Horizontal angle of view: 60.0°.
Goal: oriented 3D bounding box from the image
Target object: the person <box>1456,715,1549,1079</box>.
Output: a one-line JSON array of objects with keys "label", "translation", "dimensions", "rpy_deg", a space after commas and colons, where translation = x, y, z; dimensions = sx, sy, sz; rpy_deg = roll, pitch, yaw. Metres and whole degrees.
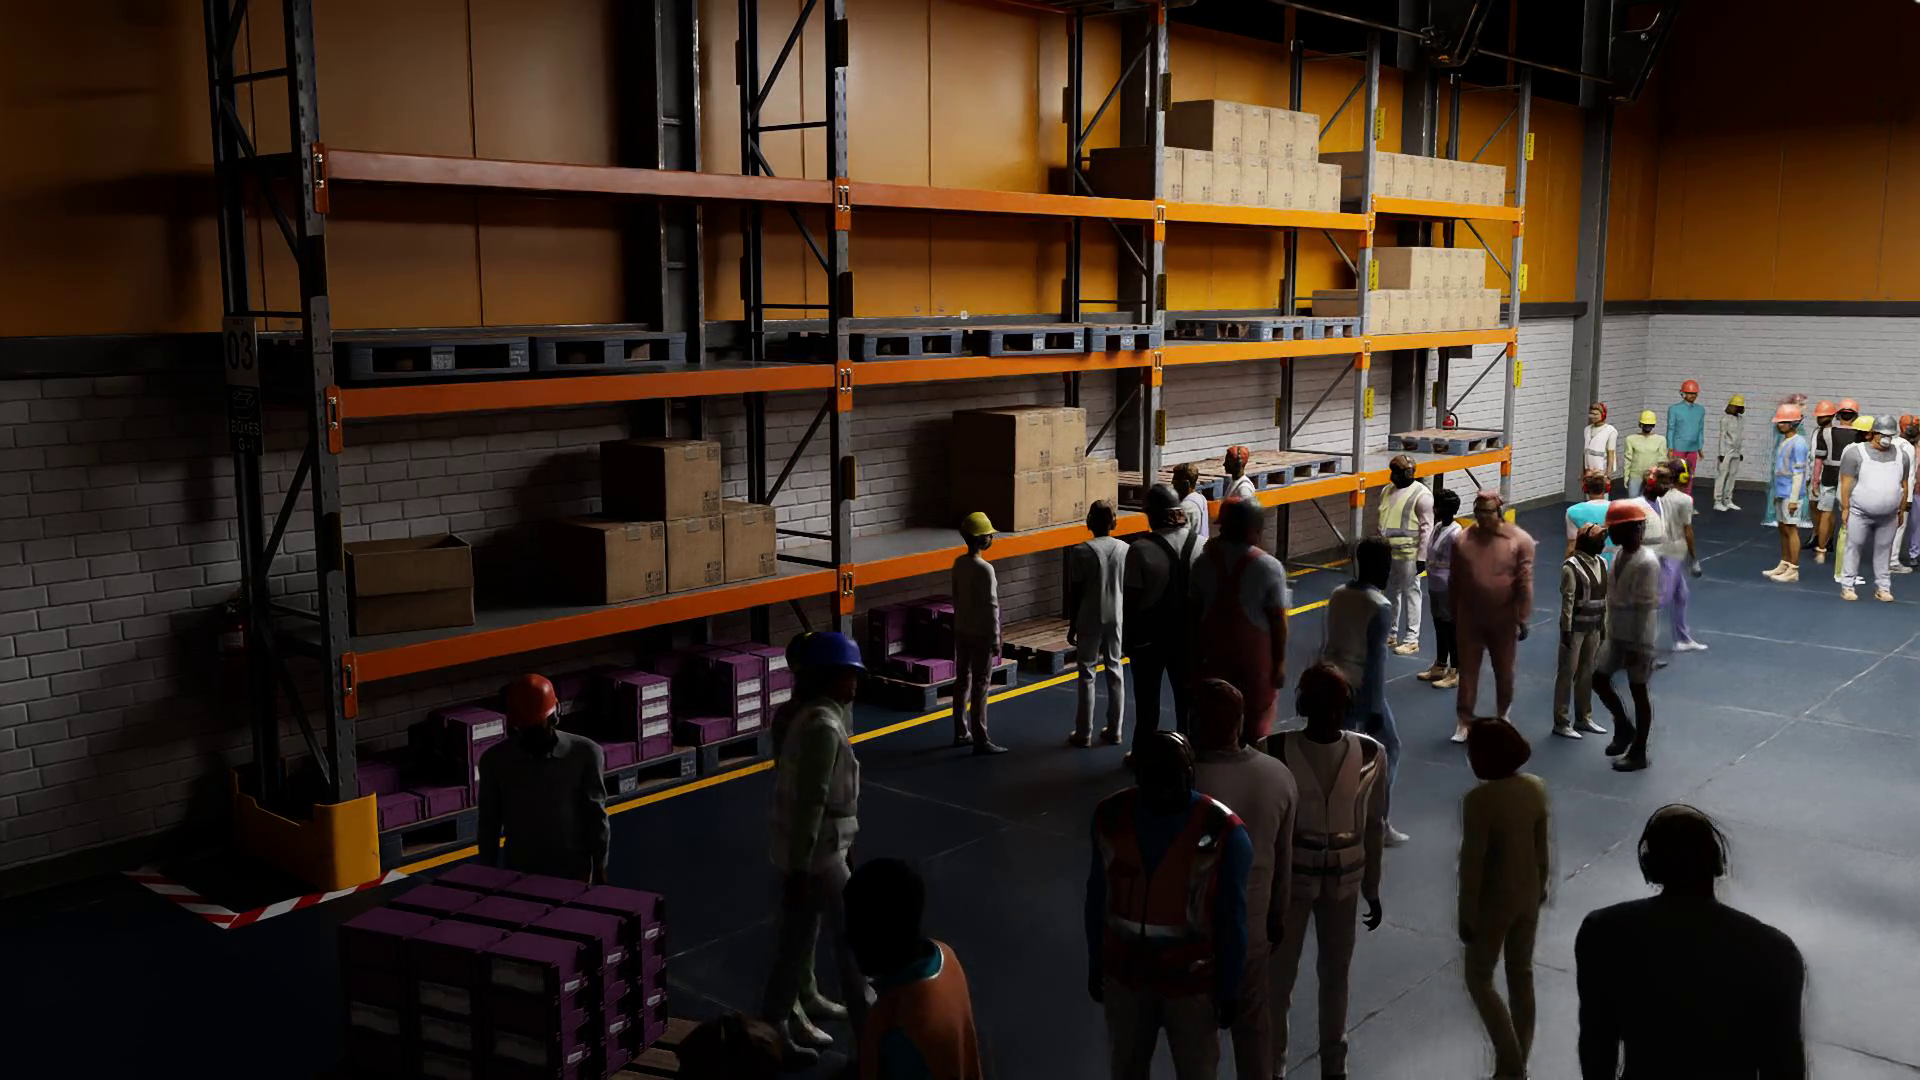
[{"label": "person", "translation": [2.315, 1.535, 7.041], "dimensions": [0.624, 1.626, 0.365], "rpy_deg": [-6, 10, -32]}]

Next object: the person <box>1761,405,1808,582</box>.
[{"label": "person", "translation": [9.453, -0.533, 19.056], "dimensions": [0.410, 2.035, 0.610], "rpy_deg": [1, 9, 8]}]

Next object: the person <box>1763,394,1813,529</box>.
[{"label": "person", "translation": [11.654, -1.080, 23.088], "dimensions": [0.846, 1.877, 0.649], "rpy_deg": [2, 9, 13]}]

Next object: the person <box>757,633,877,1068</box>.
[{"label": "person", "translation": [-0.552, 1.366, 7.271], "dimensions": [0.821, 1.883, 0.679], "rpy_deg": [-2, 9, -15]}]

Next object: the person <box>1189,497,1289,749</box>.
[{"label": "person", "translation": [1.855, 0.708, 11.009], "dimensions": [0.700, 2.000, 0.624], "rpy_deg": [6, 11, 35]}]

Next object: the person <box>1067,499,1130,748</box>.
[{"label": "person", "translation": [1.034, 0.618, 12.263], "dimensions": [0.499, 1.839, 0.349], "rpy_deg": [-3, 9, -19]}]

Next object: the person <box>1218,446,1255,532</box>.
[{"label": "person", "translation": [2.621, 0.042, 15.817], "dimensions": [0.355, 1.882, 0.575], "rpy_deg": [0, 9, -1]}]

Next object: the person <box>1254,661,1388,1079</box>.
[{"label": "person", "translation": [1.468, 1.430, 6.866], "dimensions": [0.575, 1.882, 0.355], "rpy_deg": [0, 9, -2]}]

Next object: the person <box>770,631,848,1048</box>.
[{"label": "person", "translation": [-0.674, 1.329, 7.555], "dimensions": [0.335, 1.873, 0.521], "rpy_deg": [3, 9, 17]}]

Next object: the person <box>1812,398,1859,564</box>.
[{"label": "person", "translation": [10.652, -0.694, 20.110], "dimensions": [0.612, 2.030, 0.410], "rpy_deg": [4, 10, 25]}]

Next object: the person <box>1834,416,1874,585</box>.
[{"label": "person", "translation": [10.177, -0.453, 18.896], "dimensions": [0.395, 1.918, 0.586], "rpy_deg": [3, 9, 21]}]

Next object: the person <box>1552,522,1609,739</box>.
[{"label": "person", "translation": [4.698, 0.675, 12.548], "dimensions": [0.514, 1.634, 0.313], "rpy_deg": [-6, 11, -34]}]

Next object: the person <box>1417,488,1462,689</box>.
[{"label": "person", "translation": [4.096, 0.405, 14.063], "dimensions": [0.317, 1.697, 0.540], "rpy_deg": [-1, 9, -6]}]

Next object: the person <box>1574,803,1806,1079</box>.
[{"label": "person", "translation": [2.128, 1.730, 4.923], "dimensions": [0.637, 1.888, 0.735], "rpy_deg": [4, 10, 24]}]

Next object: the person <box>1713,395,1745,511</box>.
[{"label": "person", "translation": [11.595, -1.309, 24.983], "dimensions": [0.489, 1.741, 0.321], "rpy_deg": [-5, 10, -27]}]

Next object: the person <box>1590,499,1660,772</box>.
[{"label": "person", "translation": [4.671, 0.668, 11.688], "dimensions": [0.423, 1.914, 0.528], "rpy_deg": [-3, 9, -17]}]

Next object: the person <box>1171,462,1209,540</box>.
[{"label": "person", "translation": [2.039, 0.224, 14.794], "dimensions": [0.343, 1.838, 0.509], "rpy_deg": [5, 10, 28]}]

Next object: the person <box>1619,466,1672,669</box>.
[{"label": "person", "translation": [6.023, 0.252, 14.657], "dimensions": [0.470, 1.831, 0.600], "rpy_deg": [6, 11, 36]}]

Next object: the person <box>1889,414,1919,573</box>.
[{"label": "person", "translation": [11.086, -0.543, 19.616], "dimensions": [0.370, 1.879, 0.584], "rpy_deg": [1, 9, 6]}]

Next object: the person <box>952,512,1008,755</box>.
[{"label": "person", "translation": [0.127, 0.675, 12.096], "dimensions": [0.308, 1.772, 0.525], "rpy_deg": [-5, 10, -32]}]

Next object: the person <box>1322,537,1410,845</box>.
[{"label": "person", "translation": [2.485, 0.922, 10.105], "dimensions": [0.674, 1.890, 0.597], "rpy_deg": [-4, 10, -23]}]

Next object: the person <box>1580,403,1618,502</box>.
[{"label": "person", "translation": [8.439, -0.892, 21.978], "dimensions": [0.394, 1.838, 0.560], "rpy_deg": [-3, 9, -17]}]

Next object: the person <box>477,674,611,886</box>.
[{"label": "person", "translation": [-1.832, 1.431, 7.330], "dimensions": [0.579, 1.736, 0.356], "rpy_deg": [-1, 9, -6]}]

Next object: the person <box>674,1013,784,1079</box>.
[{"label": "person", "translation": [-0.462, 1.935, 3.758], "dimensions": [0.337, 1.838, 0.509], "rpy_deg": [-1, 9, -9]}]

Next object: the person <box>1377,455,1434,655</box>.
[{"label": "person", "translation": [4.068, 0.130, 15.377], "dimensions": [0.429, 1.841, 0.633], "rpy_deg": [-5, 10, -28]}]

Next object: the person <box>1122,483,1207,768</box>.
[{"label": "person", "translation": [1.418, 0.597, 11.725], "dimensions": [0.681, 2.000, 0.535], "rpy_deg": [-4, 9, -22]}]

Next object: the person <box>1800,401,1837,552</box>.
[{"label": "person", "translation": [10.954, -0.808, 21.141], "dimensions": [0.388, 1.930, 0.544], "rpy_deg": [-2, 9, -11]}]

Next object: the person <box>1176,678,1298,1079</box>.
[{"label": "person", "translation": [0.980, 1.479, 6.473], "dimensions": [0.650, 1.906, 0.401], "rpy_deg": [-4, 10, -24]}]

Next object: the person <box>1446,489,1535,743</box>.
[{"label": "person", "translation": [3.970, 0.553, 12.506], "dimensions": [0.663, 1.881, 0.771], "rpy_deg": [5, 10, 29]}]

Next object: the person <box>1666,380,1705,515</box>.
[{"label": "person", "translation": [10.681, -1.360, 24.494], "dimensions": [0.611, 1.995, 0.375], "rpy_deg": [-2, 9, -13]}]

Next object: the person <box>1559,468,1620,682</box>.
[{"label": "person", "translation": [5.413, 0.313, 14.200], "dimensions": [0.564, 1.841, 0.391], "rpy_deg": [-1, 9, -8]}]

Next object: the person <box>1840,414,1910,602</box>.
[{"label": "person", "translation": [9.817, -0.350, 17.832], "dimensions": [0.680, 2.000, 0.535], "rpy_deg": [2, 9, 10]}]

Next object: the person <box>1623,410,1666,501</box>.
[{"label": "person", "translation": [8.952, -0.819, 21.768], "dimensions": [0.525, 1.760, 0.340], "rpy_deg": [2, 9, 13]}]

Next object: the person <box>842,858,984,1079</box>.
[{"label": "person", "translation": [-0.186, 1.774, 4.639], "dimensions": [0.709, 1.881, 0.663], "rpy_deg": [2, 9, 14]}]

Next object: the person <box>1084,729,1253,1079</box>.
[{"label": "person", "translation": [0.740, 1.579, 6.084], "dimensions": [0.623, 1.835, 0.431], "rpy_deg": [4, 10, 26]}]

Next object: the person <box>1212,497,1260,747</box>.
[{"label": "person", "translation": [1.879, 0.696, 11.242], "dimensions": [0.398, 1.989, 0.621], "rpy_deg": [3, 9, 17]}]
